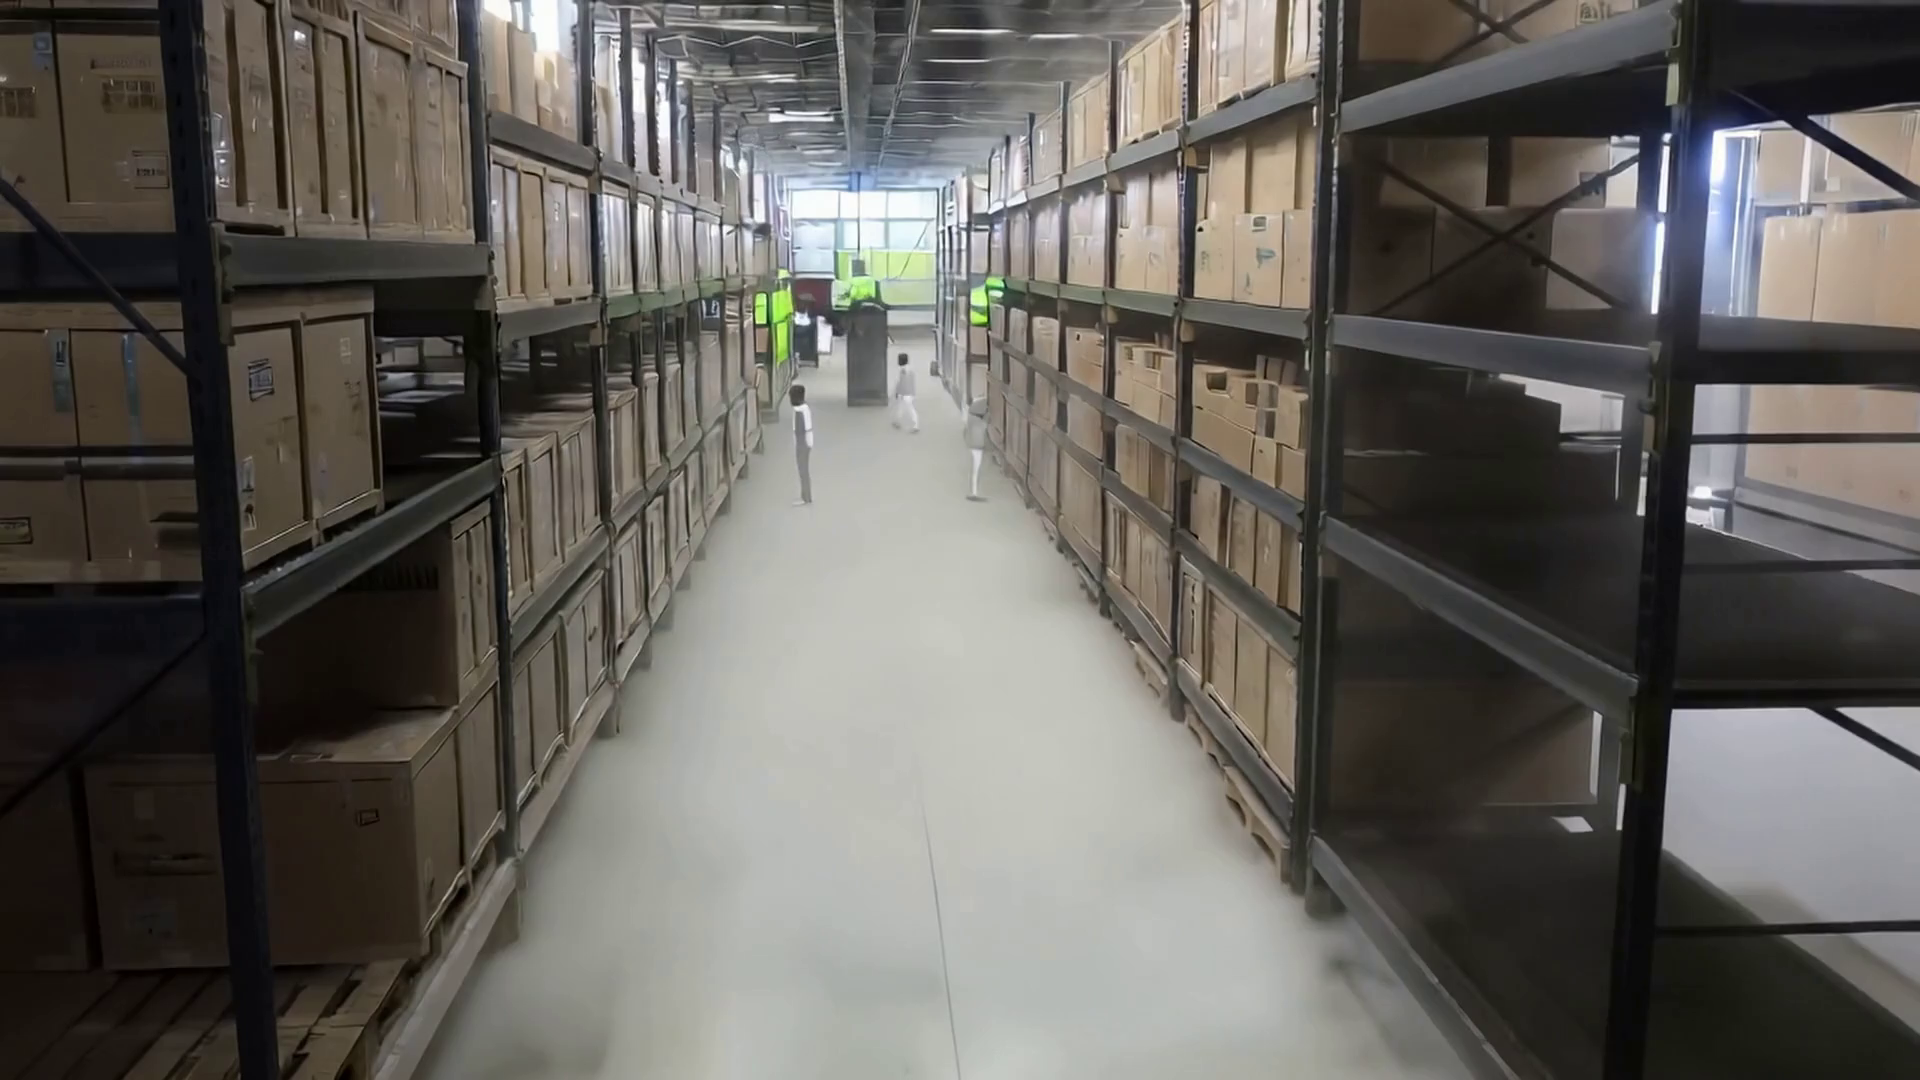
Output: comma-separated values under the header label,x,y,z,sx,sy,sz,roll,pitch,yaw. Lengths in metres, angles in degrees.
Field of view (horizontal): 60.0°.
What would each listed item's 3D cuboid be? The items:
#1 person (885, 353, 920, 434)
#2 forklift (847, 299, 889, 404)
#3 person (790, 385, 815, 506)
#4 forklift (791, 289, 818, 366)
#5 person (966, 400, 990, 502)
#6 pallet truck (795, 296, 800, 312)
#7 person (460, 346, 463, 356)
label,x,y,z,sx,sy,sz,roll,pitch,yaw
person,-1.295,-3.284,37.307,0.922,1.793,0.639,2,10,12
forklift,-2.521,-5.138,45.159,1.129,2.768,1.873,-1,10,-3
person,-2.492,-1.489,26.228,0.399,1.920,0.589,0,10,1
forklift,-5.859,-7.870,61.476,1.129,2.768,1.873,-1,10,-3
person,0.268,-1.432,26.739,0.279,1.633,0.499,-5,11,-28
pallet truck,-8.622,-12.439,91.403,1.885,1.965,0.823,2,10,13
person,-11.124,-3.487,38.037,1.090,1.970,0.679,-1,10,-8
